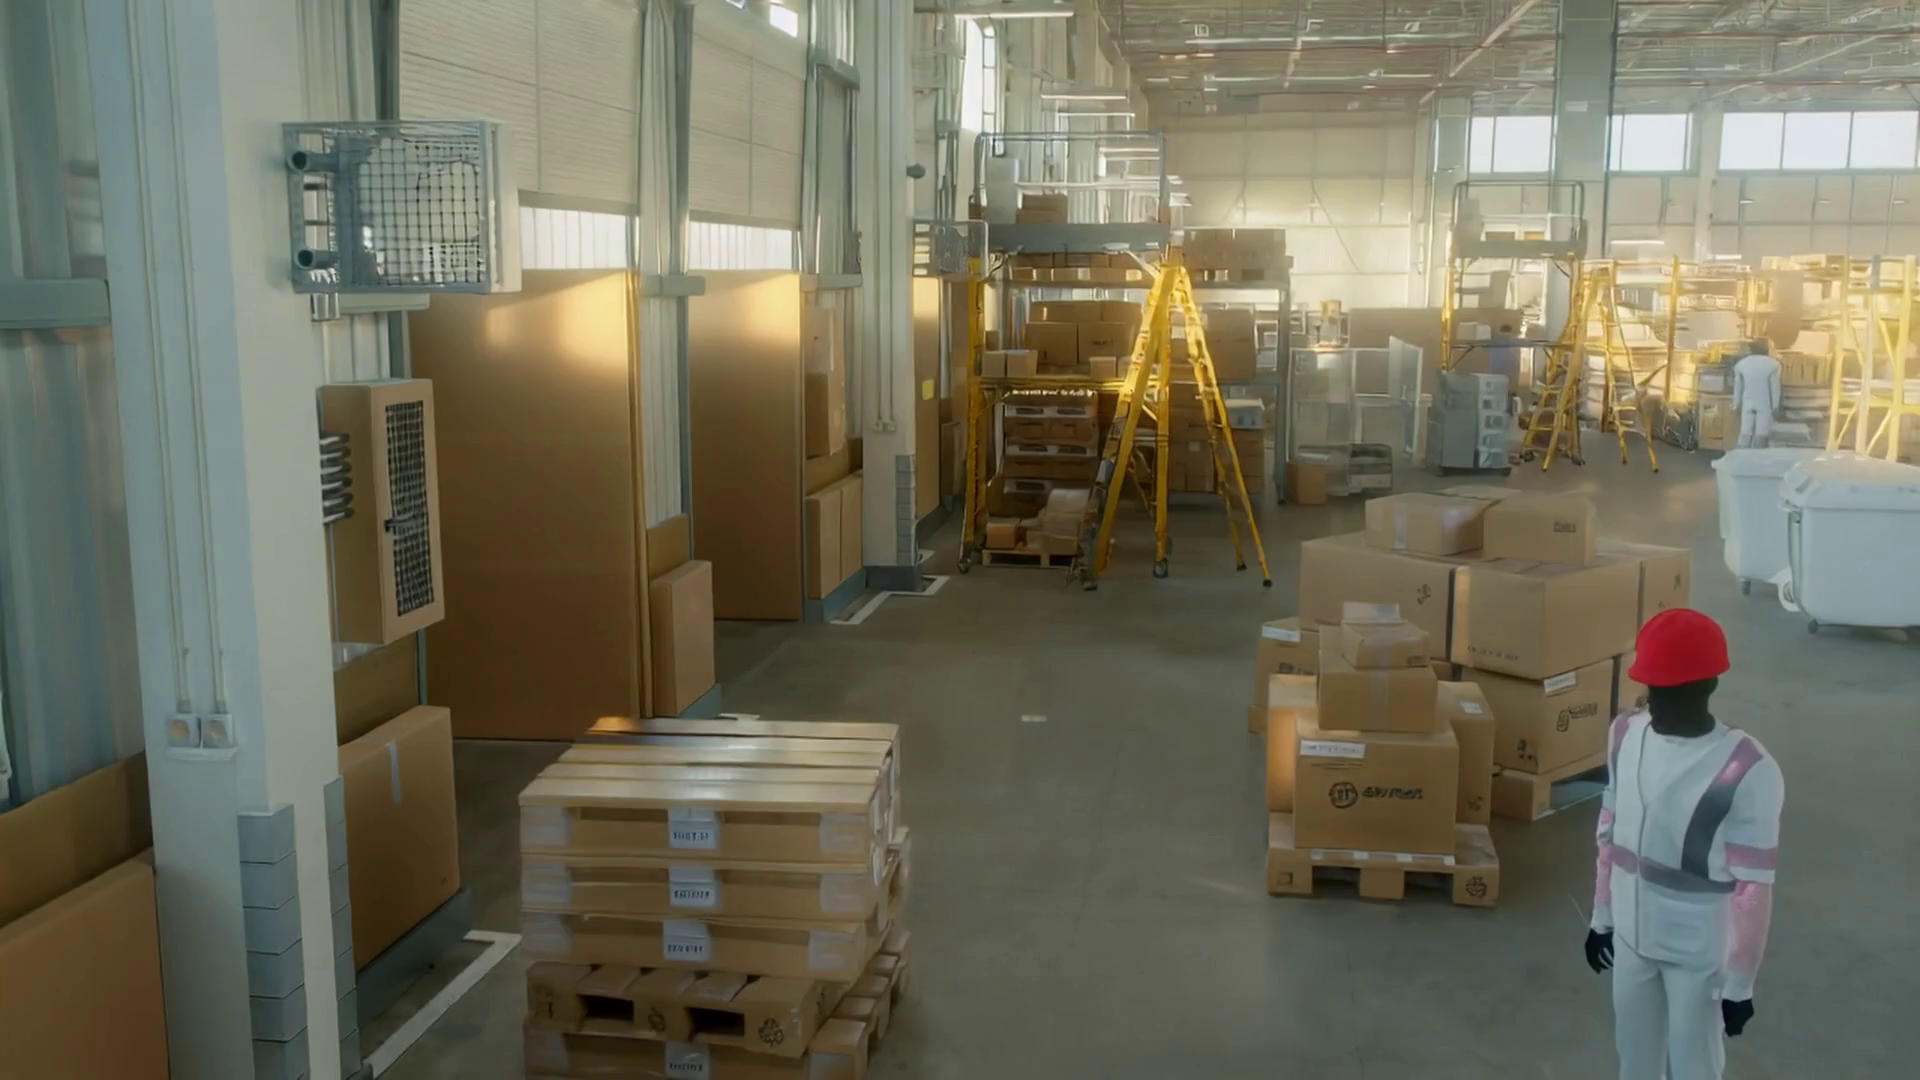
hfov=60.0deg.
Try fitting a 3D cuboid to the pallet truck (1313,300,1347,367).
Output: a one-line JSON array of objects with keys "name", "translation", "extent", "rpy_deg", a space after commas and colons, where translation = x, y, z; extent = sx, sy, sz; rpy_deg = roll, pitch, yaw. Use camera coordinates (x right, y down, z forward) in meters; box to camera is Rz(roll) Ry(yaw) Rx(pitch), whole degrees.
[{"name": "pallet truck", "translation": [11.159, -6.200, 49.718], "extent": [0.823, 1.965, 1.885], "rpy_deg": [4, 10, 26]}]

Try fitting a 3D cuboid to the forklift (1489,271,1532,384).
[{"name": "forklift", "translation": [13.422, -5.322, 41.591], "extent": [1.873, 2.768, 1.129], "rpy_deg": [1, 9, 9]}]

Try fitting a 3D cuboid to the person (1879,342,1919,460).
[{"name": "person", "translation": [14.022, -2.048, 24.758], "extent": [0.970, 1.801, 0.621], "rpy_deg": [-5, 11, -29]}]

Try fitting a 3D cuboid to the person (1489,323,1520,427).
[{"name": "person", "translation": [9.822, -2.942, 29.911], "extent": [0.573, 1.895, 0.972], "rpy_deg": [0, 9, 0]}]

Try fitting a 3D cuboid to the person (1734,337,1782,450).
[{"name": "person", "translation": [11.002, -1.830, 22.965], "extent": [0.373, 1.935, 0.628], "rpy_deg": [-8, 12, -42]}]

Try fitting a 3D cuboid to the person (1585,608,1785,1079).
[{"name": "person", "translation": [2.025, 1.132, 4.752], "extent": [0.395, 1.918, 0.586], "rpy_deg": [-4, 10, -23]}]

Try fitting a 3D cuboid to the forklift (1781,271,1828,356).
[{"name": "forklift", "translation": [23.984, -6.367, 48.032], "extent": [1.873, 2.768, 1.129], "rpy_deg": [1, 9, 9]}]

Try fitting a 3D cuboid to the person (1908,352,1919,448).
[{"name": "person", "translation": [15.503, -2.337, 26.719], "extent": [0.335, 1.735, 0.484], "rpy_deg": [5, 10, 28]}]
